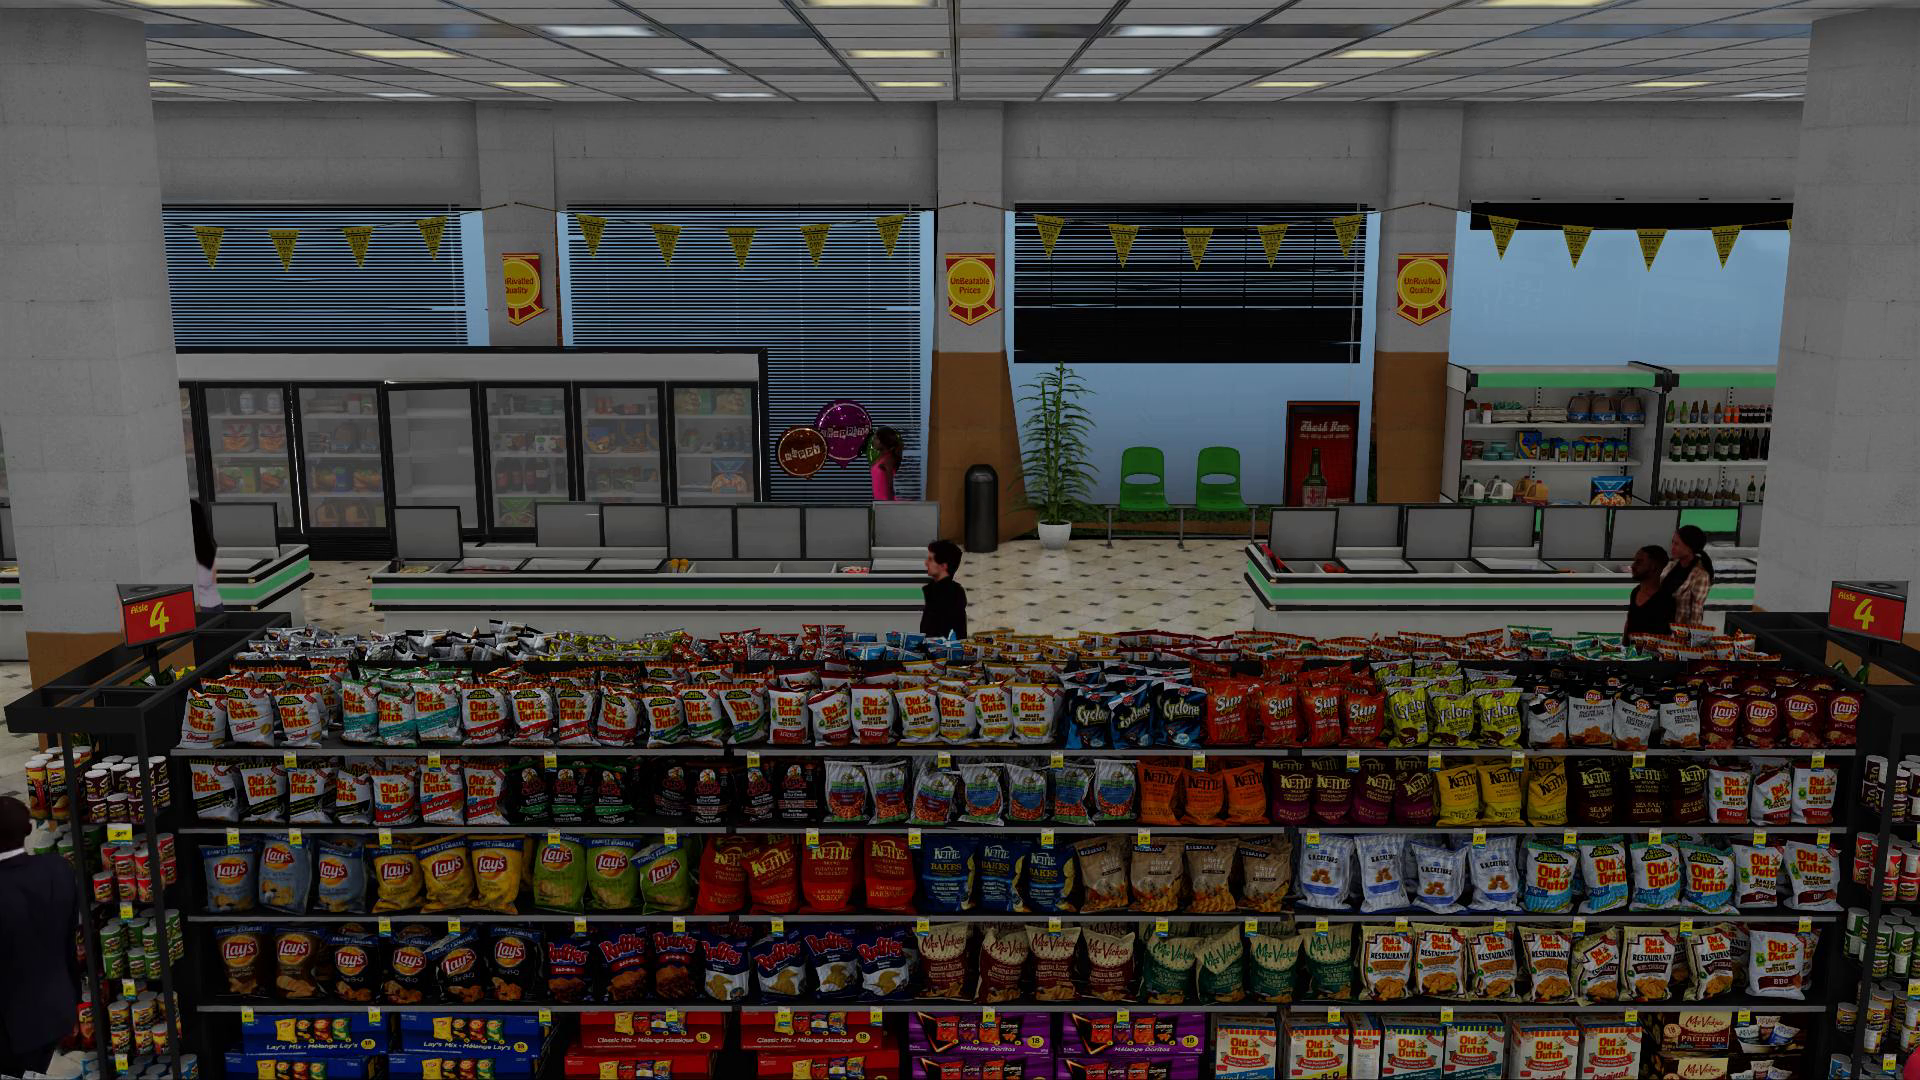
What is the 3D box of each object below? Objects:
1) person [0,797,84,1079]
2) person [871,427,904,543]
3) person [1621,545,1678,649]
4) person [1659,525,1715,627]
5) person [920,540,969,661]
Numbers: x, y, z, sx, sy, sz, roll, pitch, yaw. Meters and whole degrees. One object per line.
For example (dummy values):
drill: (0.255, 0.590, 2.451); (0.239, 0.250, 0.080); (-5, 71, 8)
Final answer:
person: (-3.494, 1.878, 6.314); (1.166, 1.792, 0.921); (3, 12, 15)
person: (-0.646, -0.290, 16.868); (1.142, 1.686, 0.550); (0, 12, -1)
person: (4.552, 0.922, 10.853); (0.660, 1.793, 0.667); (1, 12, 5)
person: (5.094, 0.764, 11.639); (0.800, 1.778, 0.639); (-1, 12, -7)
person: (-0.027, 0.902, 10.868); (0.886, 1.825, 0.709); (0, 12, 0)
